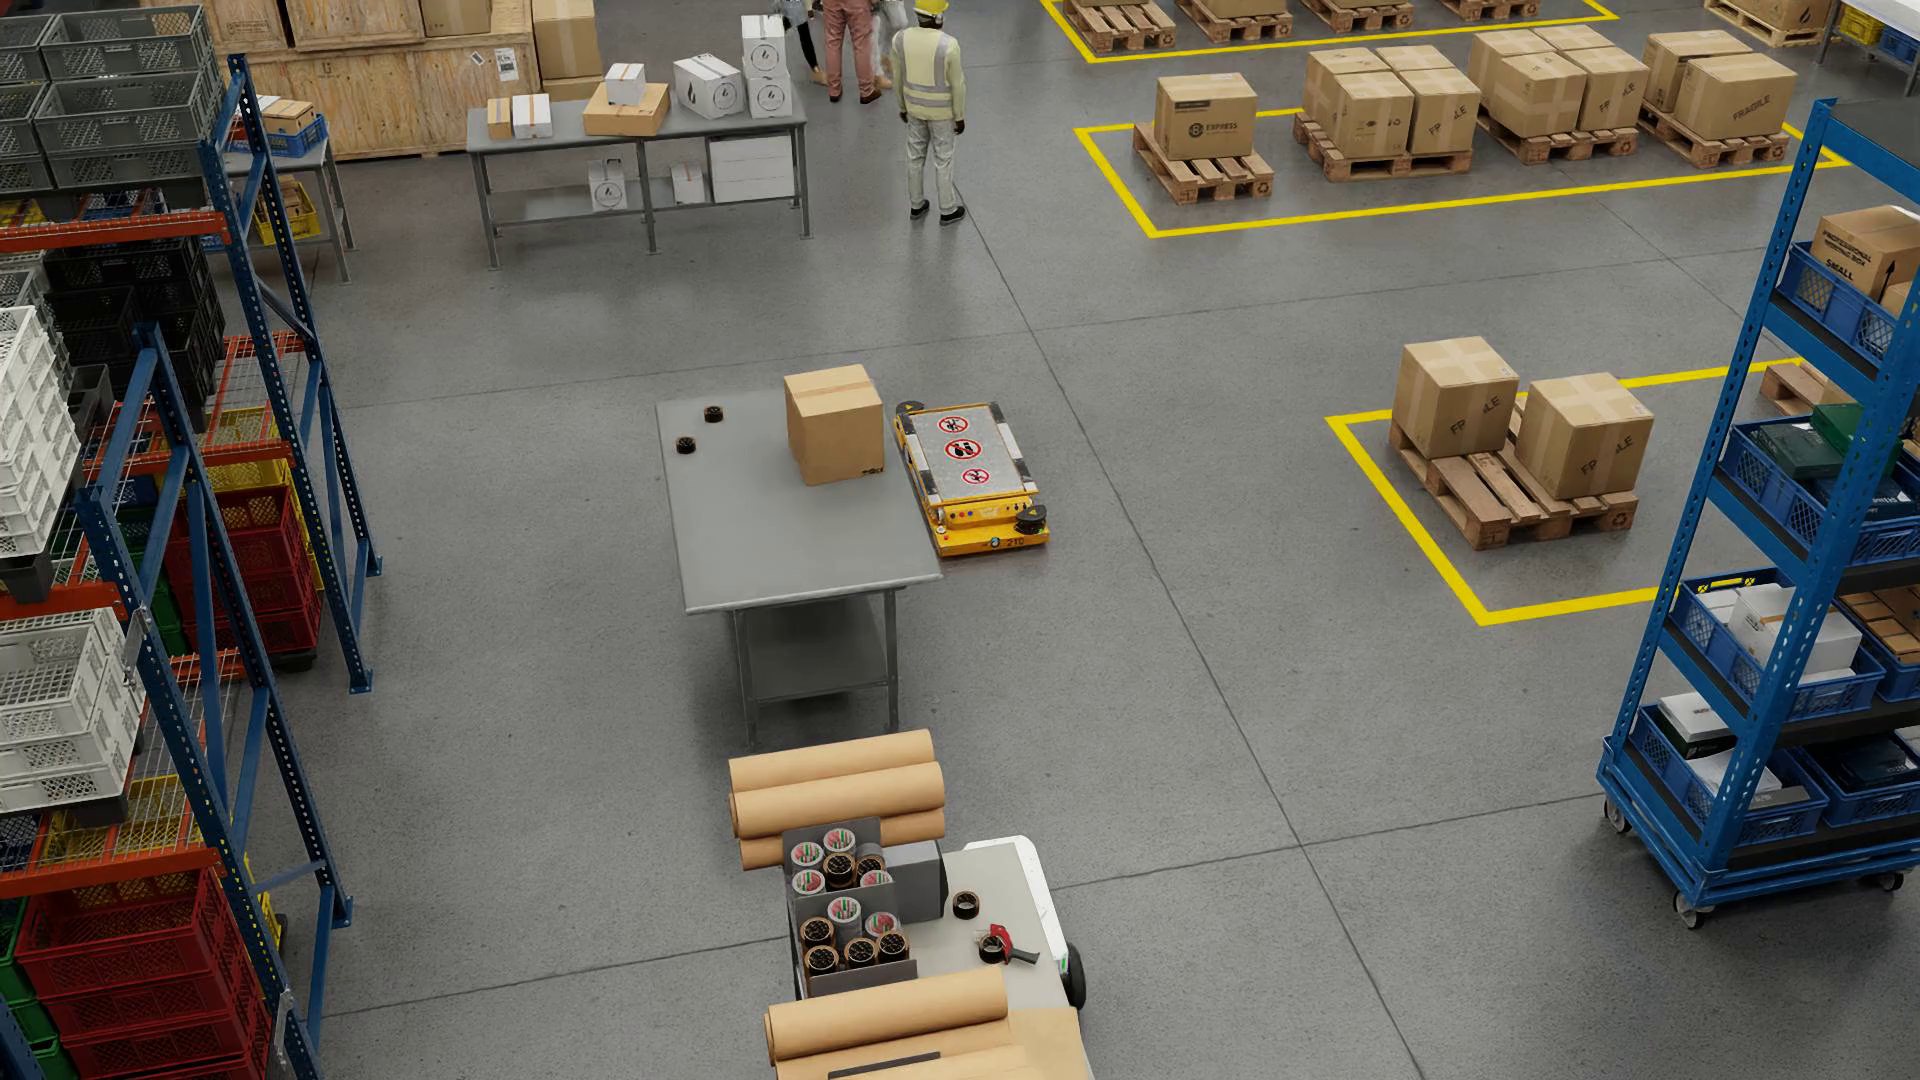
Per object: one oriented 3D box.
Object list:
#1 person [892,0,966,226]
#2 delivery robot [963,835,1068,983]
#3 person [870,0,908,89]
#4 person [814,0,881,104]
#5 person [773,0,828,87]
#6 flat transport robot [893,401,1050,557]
[{"bbox_3d":[-0.212,-3.301,12.666,0.586,1.835,0.403,18,40,22],"label":"person"},{"bbox_3d":[0.221,1.590,7.081,0.477,0.478,0.707,-7,37,-9],"label":"delivery robot"},{"bbox_3d":[-0.744,-5.002,14.962,0.642,1.825,0.452,-22,42,-27],"label":"person"},{"bbox_3d":[-0.995,-4.798,14.624,0.636,1.904,0.405,8,37,11],"label":"person"},{"bbox_3d":[-1.538,-5.006,15.112,0.882,1.654,0.534,14,39,18],"label":"person"},{"bbox_3d":[0.046,-0.430,10.108,0.652,0.197,1.431,-8,37,-10],"label":"flat transport robot"}]
